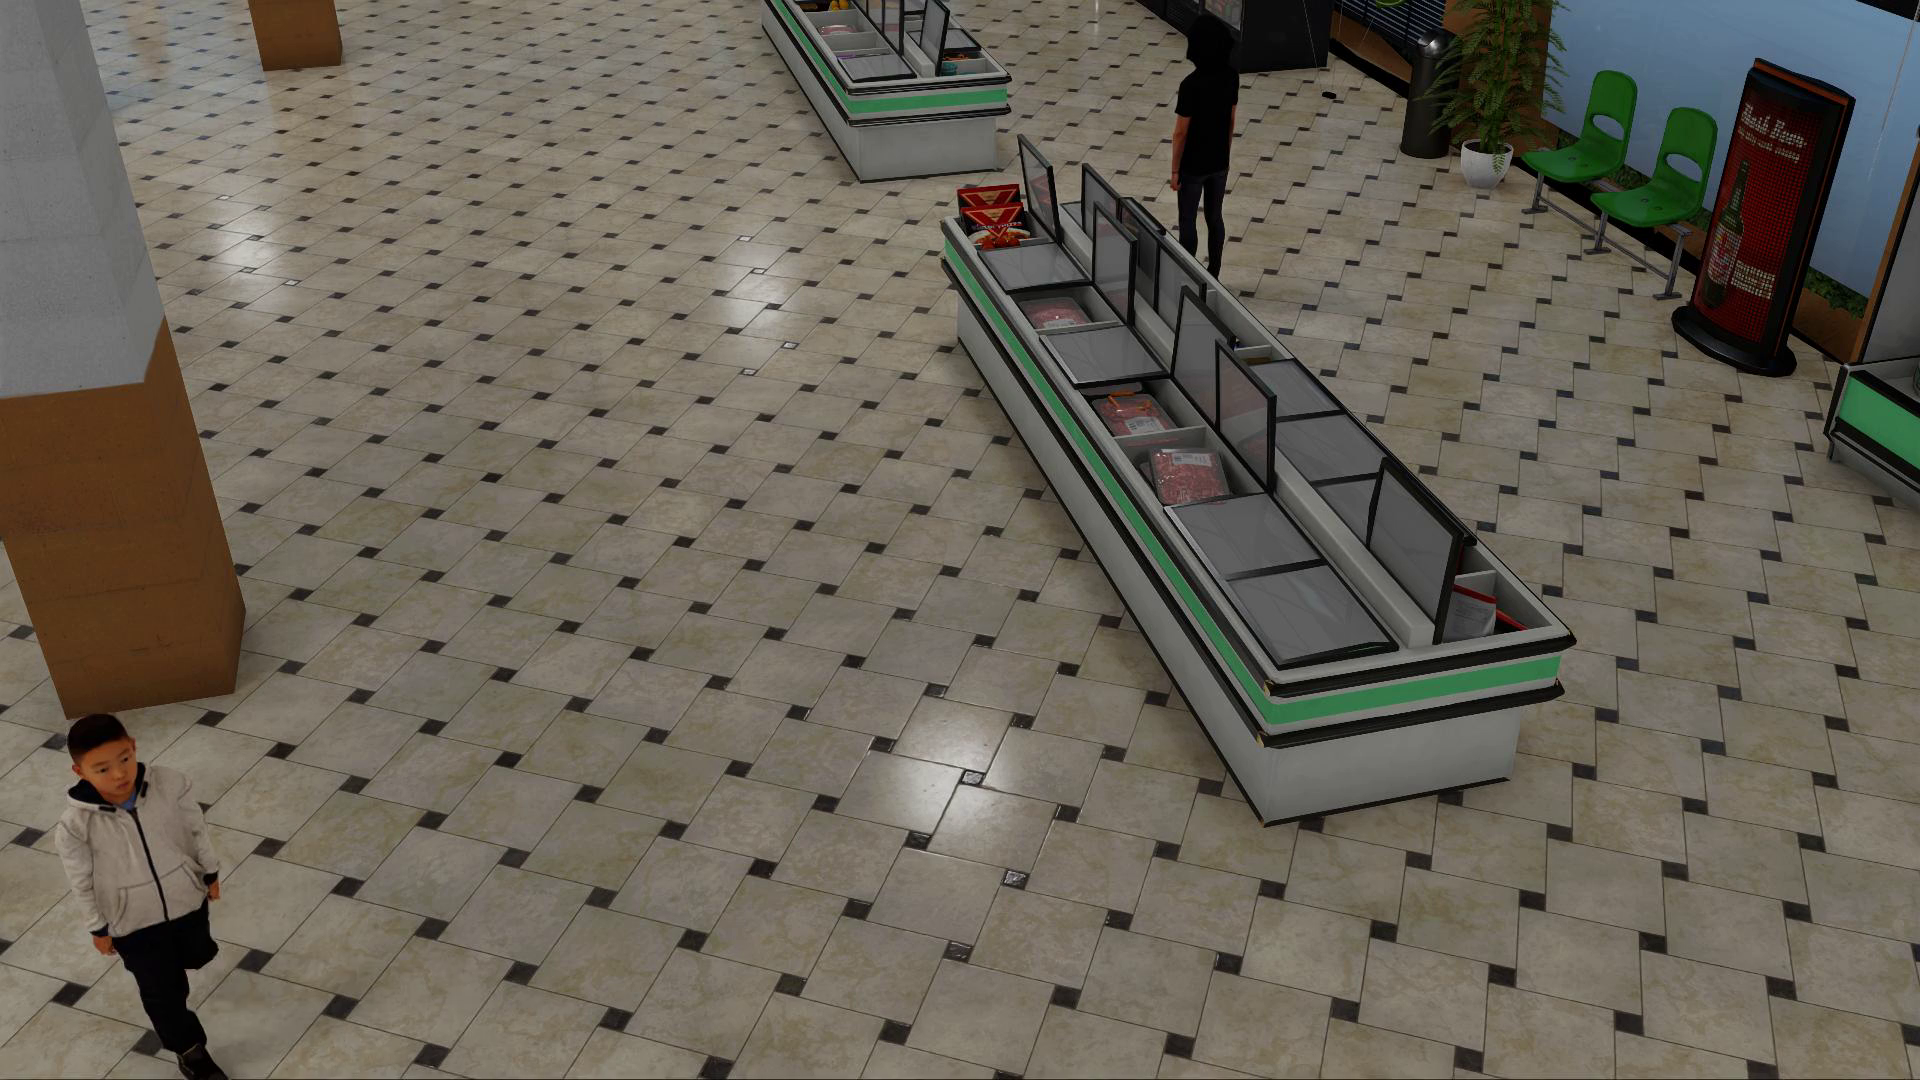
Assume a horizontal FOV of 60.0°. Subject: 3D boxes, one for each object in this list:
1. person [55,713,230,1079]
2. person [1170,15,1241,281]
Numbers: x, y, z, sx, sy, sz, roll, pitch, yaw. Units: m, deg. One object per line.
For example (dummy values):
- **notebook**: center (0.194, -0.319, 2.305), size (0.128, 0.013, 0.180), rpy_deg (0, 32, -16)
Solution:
- **person**: center (-2.646, 1.136, 5.383), size (0.952, 1.439, 0.843), rpy_deg (26, 40, 35)
- **person**: center (1.595, -2.489, 10.840), size (0.680, 1.829, 0.614), rpy_deg (-17, 36, -25)
